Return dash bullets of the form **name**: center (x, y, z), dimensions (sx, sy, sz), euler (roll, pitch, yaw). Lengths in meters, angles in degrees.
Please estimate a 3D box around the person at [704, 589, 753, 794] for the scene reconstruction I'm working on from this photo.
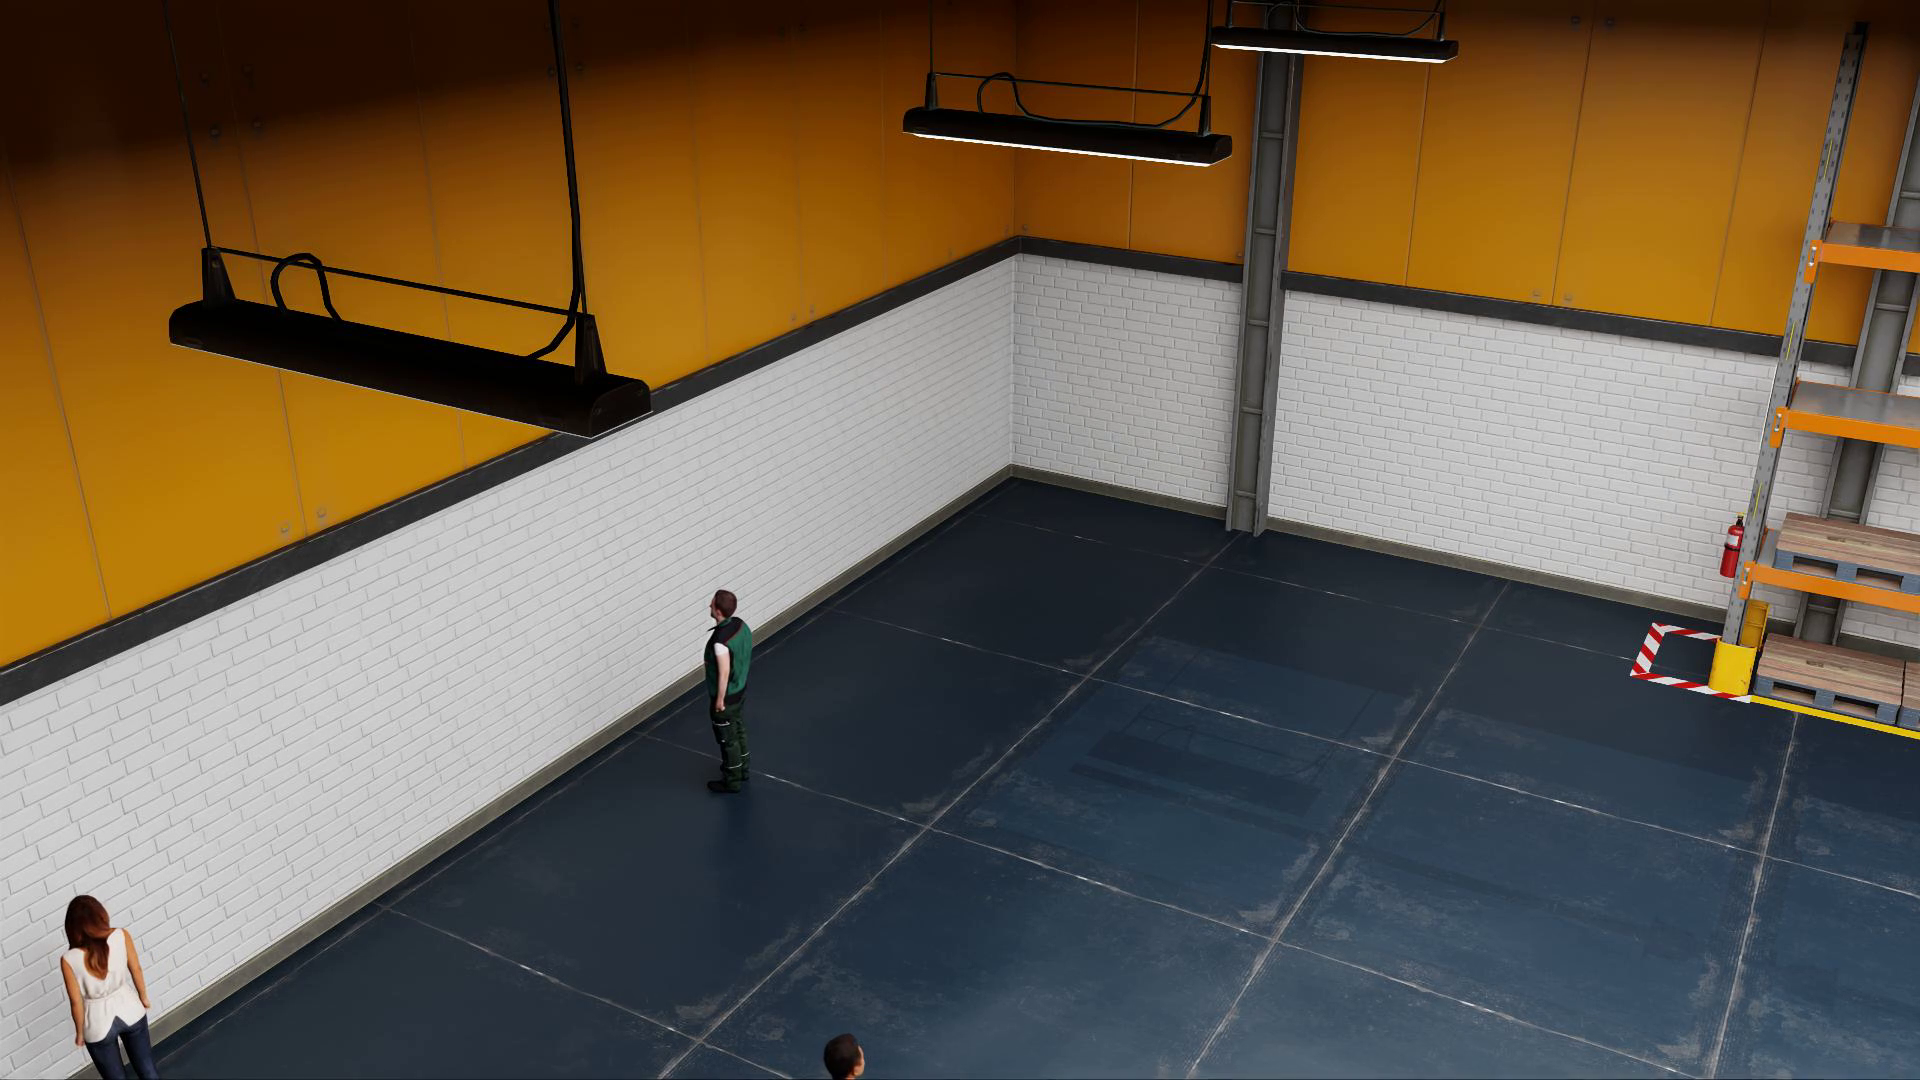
- **person**: center (-1.947, 1.248, 13.900), dimensions (0.688, 1.843, 0.712), euler (6, 24, 13)

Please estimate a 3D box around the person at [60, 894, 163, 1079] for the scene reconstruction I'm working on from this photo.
- **person**: center (-5.145, 2.931, 10.122), dimensions (0.598, 1.784, 0.645), euler (20, 31, 38)
